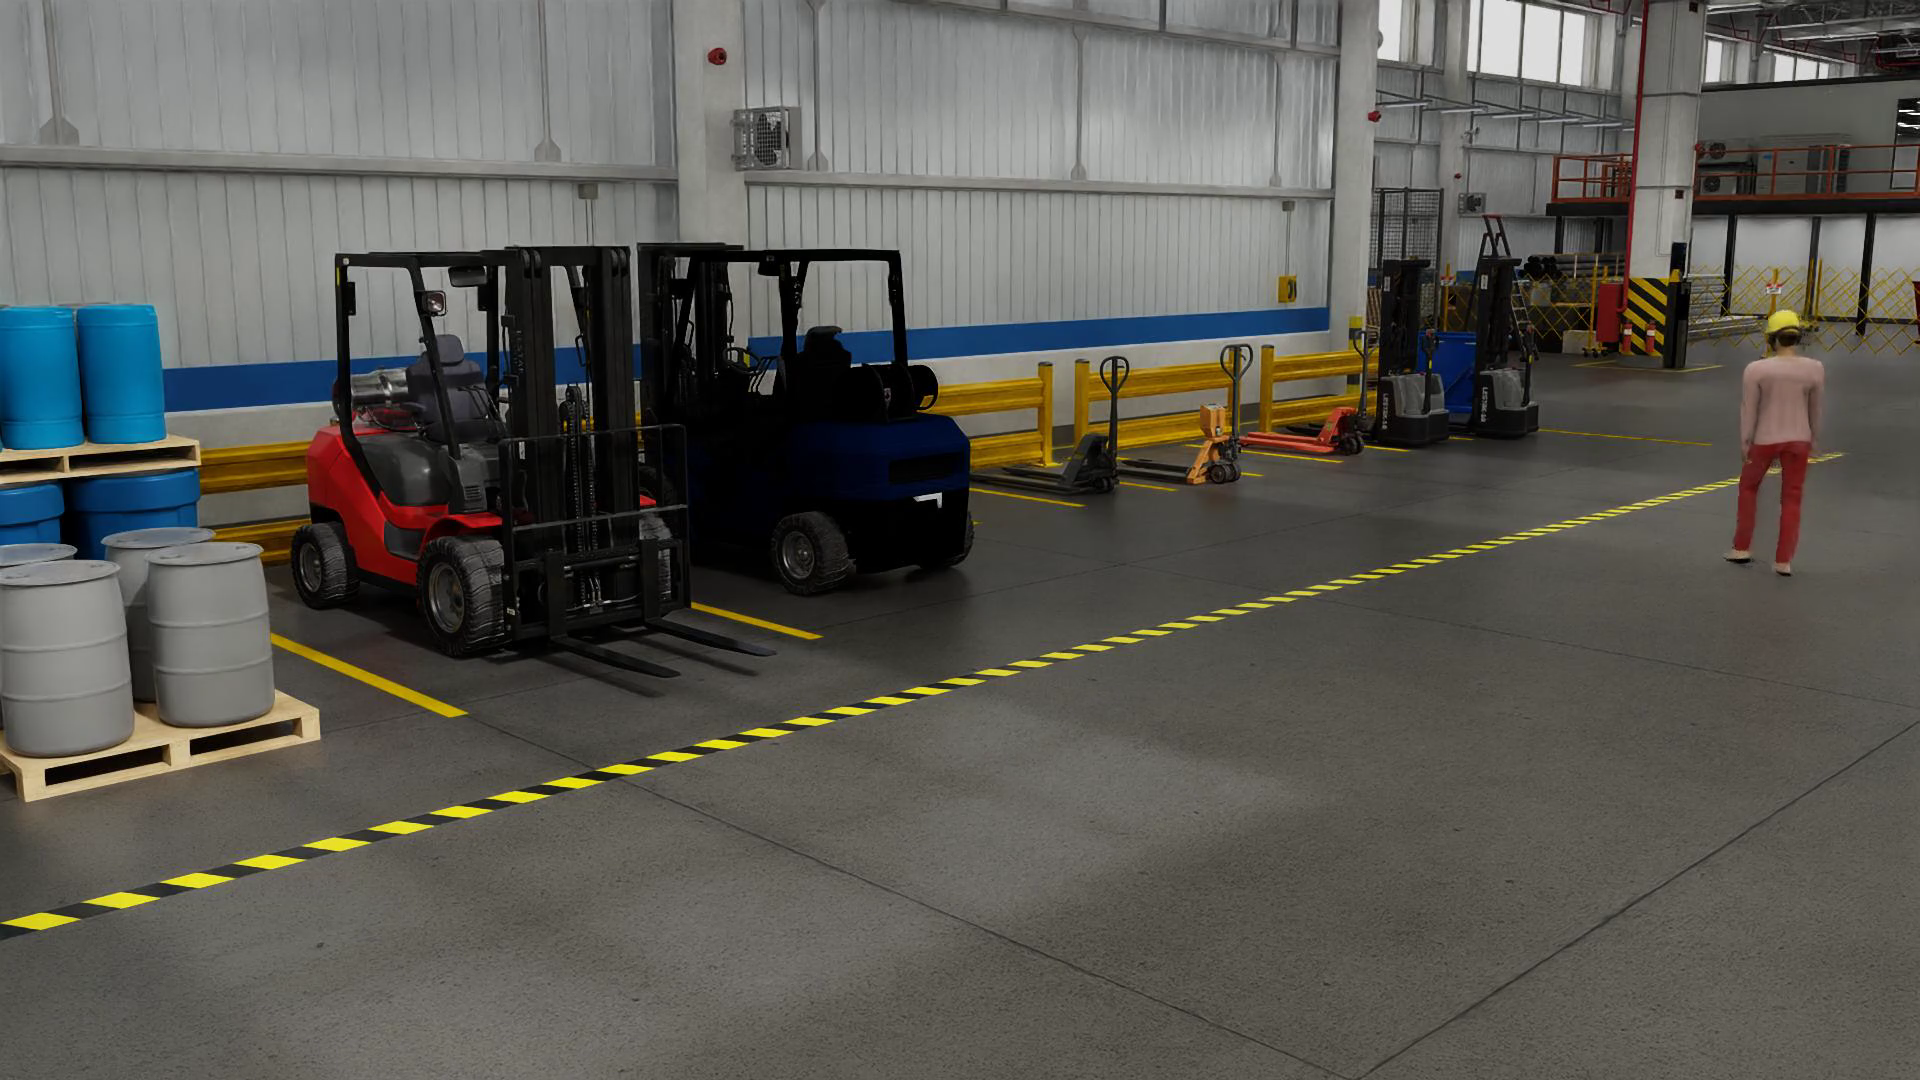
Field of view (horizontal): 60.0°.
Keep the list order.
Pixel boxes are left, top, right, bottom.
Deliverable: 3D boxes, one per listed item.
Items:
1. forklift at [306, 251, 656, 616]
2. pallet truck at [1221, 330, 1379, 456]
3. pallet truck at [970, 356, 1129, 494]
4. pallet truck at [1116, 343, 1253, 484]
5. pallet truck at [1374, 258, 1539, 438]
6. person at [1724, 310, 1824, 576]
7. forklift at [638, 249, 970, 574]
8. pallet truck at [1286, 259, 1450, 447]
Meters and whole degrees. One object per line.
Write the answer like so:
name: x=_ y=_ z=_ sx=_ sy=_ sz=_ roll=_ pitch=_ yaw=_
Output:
forklift: x=-2.833 y=-0.669 z=9.694 sx=1.157 sy=1.987 sz=2.680 roll=-10 pitch=14 yaw=-44
pallet truck: x=3.563 y=-1.581 z=17.381 sx=0.653 sy=1.274 sz=1.630 roll=-10 pitch=14 yaw=-44
pallet truck: x=0.784 y=-1.085 z=14.876 sx=0.680 sy=1.201 sz=1.601 roll=-10 pitch=14 yaw=-44
pallet truck: x=1.962 y=-1.215 z=15.415 sx=1.522 sy=1.261 sz=0.704 roll=10 pitch=14 yaw=43
pallet truck: x=5.704 y=-2.208 z=18.901 sx=1.885 sy=1.965 sz=0.823 roll=10 pitch=14 yaw=43
person: x=5.468 y=-0.655 z=11.149 sx=0.546 sy=1.744 sz=0.701 roll=2 pitch=11 yaw=10
forklift: x=-1.173 y=-0.958 z=11.239 sx=2.680 sy=1.987 sz=1.157 roll=10 pitch=14 yaw=43
pallet truck: x=4.493 y=-2.078 z=18.196 sx=0.823 sy=1.965 sz=1.885 roll=-9 pitch=14 yaw=-40
